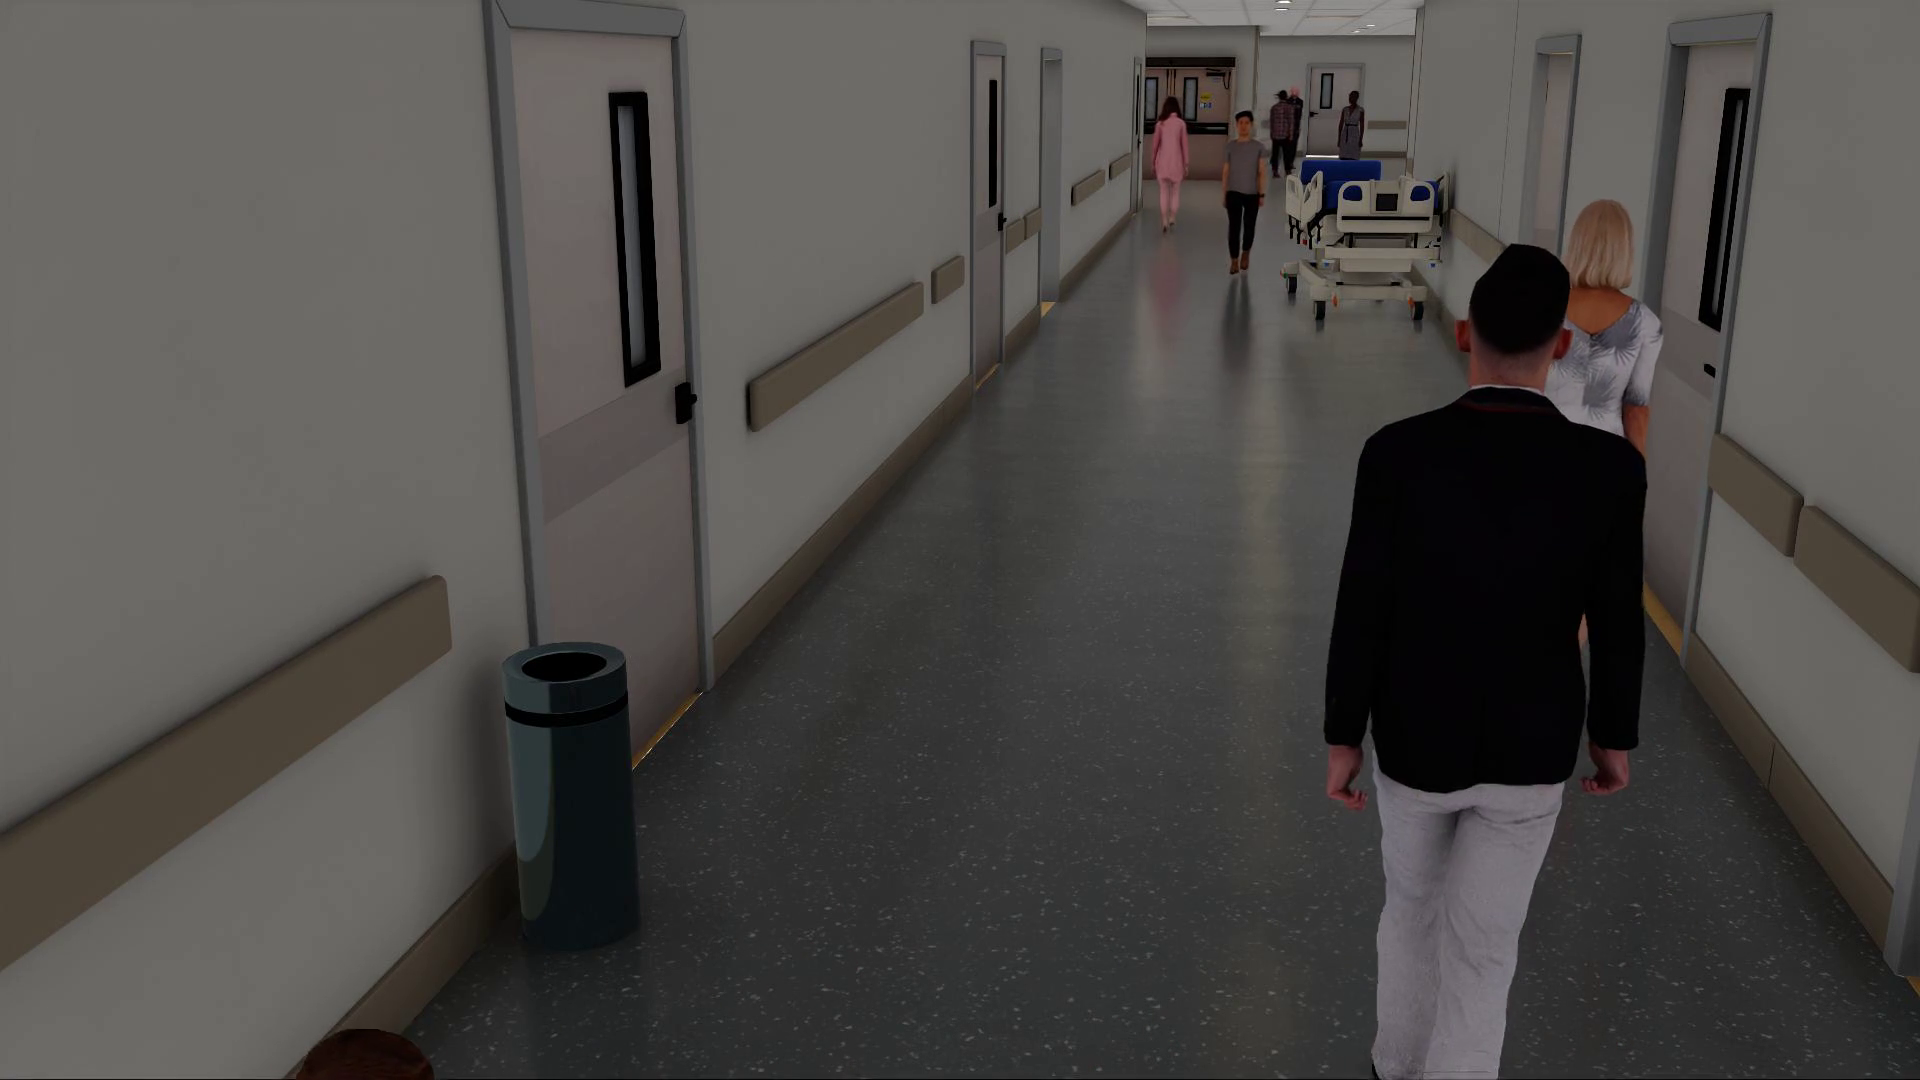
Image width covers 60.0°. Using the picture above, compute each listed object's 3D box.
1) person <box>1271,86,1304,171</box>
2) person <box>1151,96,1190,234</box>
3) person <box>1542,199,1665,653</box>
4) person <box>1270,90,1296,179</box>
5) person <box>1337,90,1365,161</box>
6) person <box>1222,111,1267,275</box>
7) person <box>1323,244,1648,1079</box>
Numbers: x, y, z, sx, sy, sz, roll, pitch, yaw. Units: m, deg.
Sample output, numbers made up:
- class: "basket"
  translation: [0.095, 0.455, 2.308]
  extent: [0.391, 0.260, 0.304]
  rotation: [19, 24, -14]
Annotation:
- class: "person"
  translation: [7.232, -9.025, 36.649]
  extent: [1.148, 1.715, 1.008]
  rotation: [-2, 16, -6]
- class: "person"
  translation: [2.768, -4.924, 22.030]
  extent: [1.051, 1.755, 0.761]
  rotation: [2, 16, 6]
- class: "person"
  translation: [1.903, -0.143, 5.156]
  extent: [1.060, 1.707, 0.713]
  rotation: [4, 16, 16]
- class: "person"
  translation: [6.481, -8.205, 33.693]
  extent: [1.000, 1.741, 0.984]
  rotation: [10, 18, 31]
- class: "person"
  translation: [7.051, -7.190, 30.004]
  extent: [0.580, 1.788, 0.740]
  rotation: [9, 18, 28]
- class: "person"
  translation: [3.049, -3.710, 17.840]
  extent: [1.019, 1.691, 0.665]
  rotation: [3, 16, 10]
- class: "person"
  translation: [0.894, 0.427, 2.934]
  extent: [0.858, 1.817, 0.833]
  rotation: [5, 17, 18]
